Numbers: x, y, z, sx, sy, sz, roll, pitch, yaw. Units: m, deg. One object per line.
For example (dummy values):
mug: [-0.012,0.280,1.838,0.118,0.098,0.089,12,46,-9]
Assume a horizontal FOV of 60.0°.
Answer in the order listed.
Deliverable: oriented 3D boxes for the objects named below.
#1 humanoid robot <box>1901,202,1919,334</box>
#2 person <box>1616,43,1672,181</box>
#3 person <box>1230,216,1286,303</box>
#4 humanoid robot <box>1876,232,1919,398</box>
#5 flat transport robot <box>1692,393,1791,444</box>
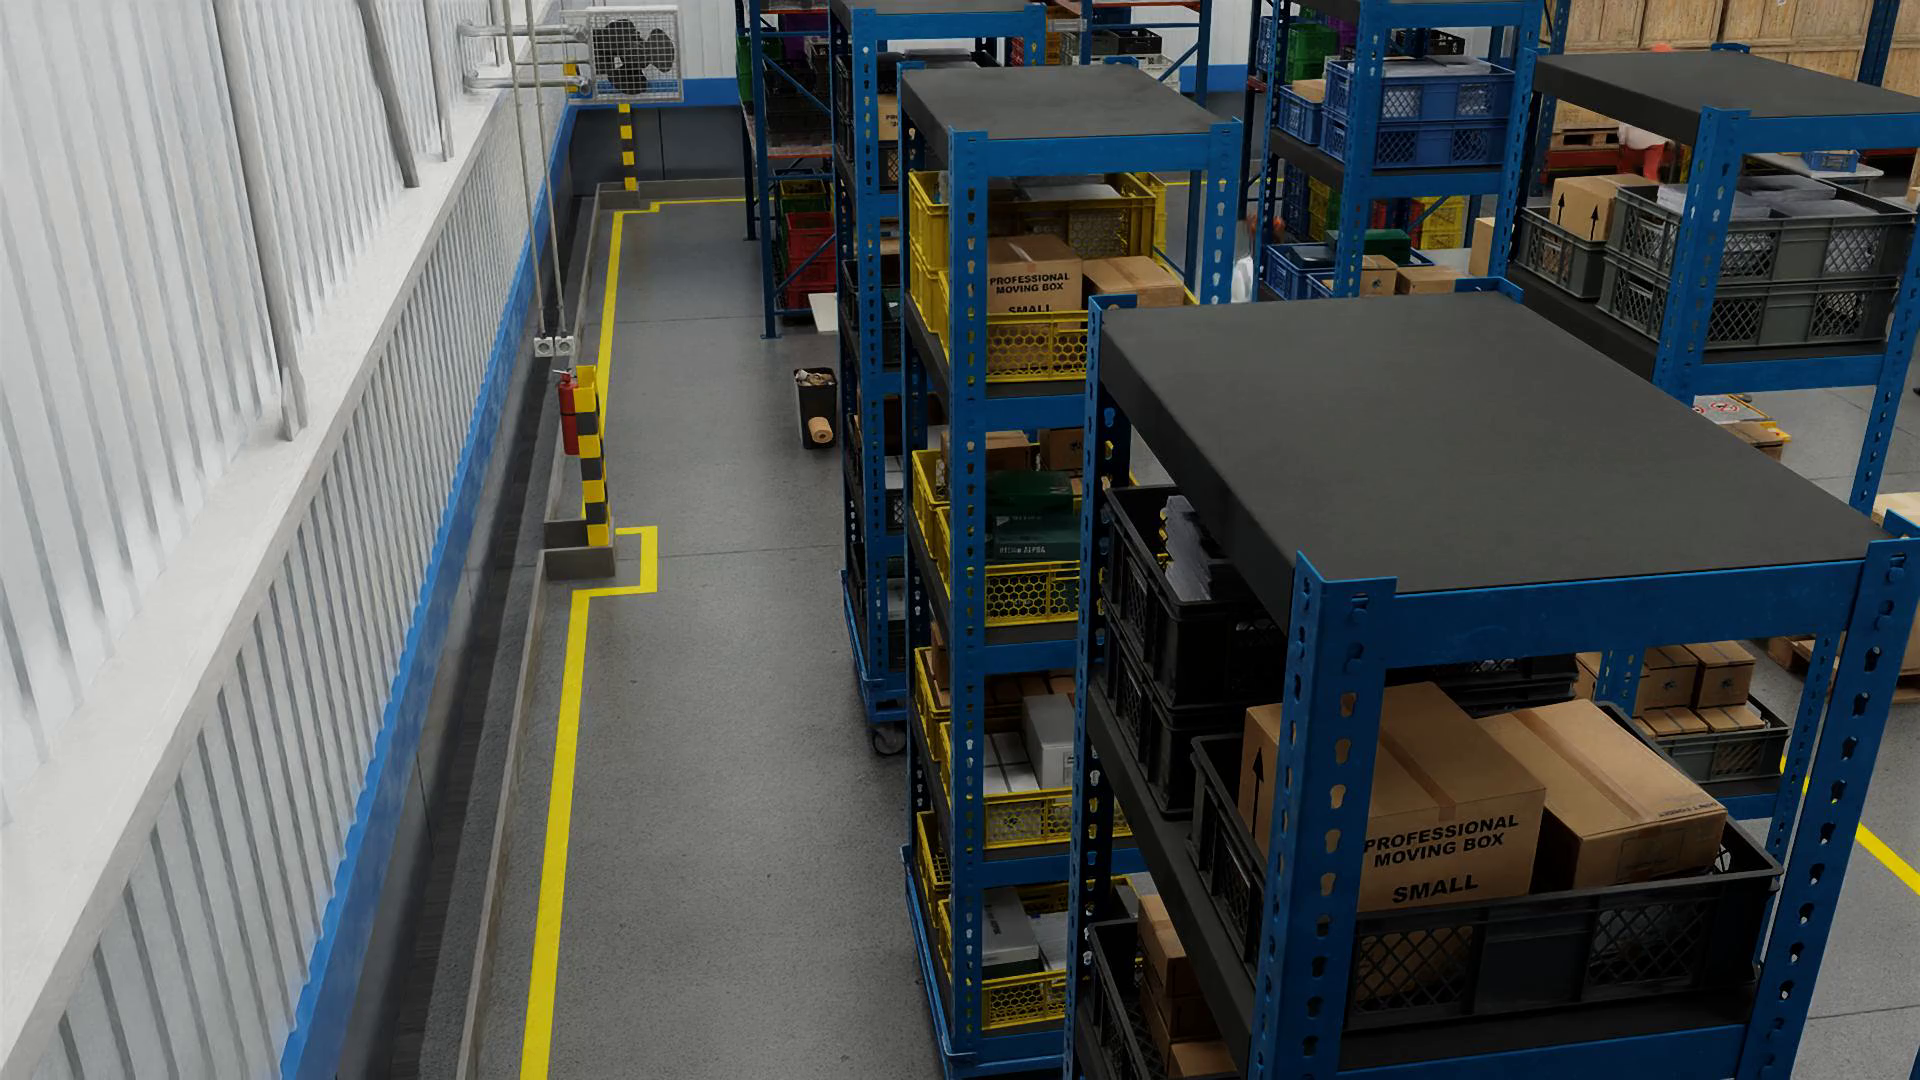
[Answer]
humanoid robot: [7.937,-2.249,13.490,0.327,1.653,0.601,-19,31,-36]
person: [7.193,-4.193,17.428,0.613,1.939,0.986,4,25,8]
person: [1.952,-1.247,11.099,0.595,1.867,0.491,-18,30,-34]
humanoid robot: [7.489,-1.902,12.749,0.582,1.635,0.429,16,29,31]
flat transport robot: [5.224,-0.859,12.132,1.431,0.197,0.652,-4,25,-8]
